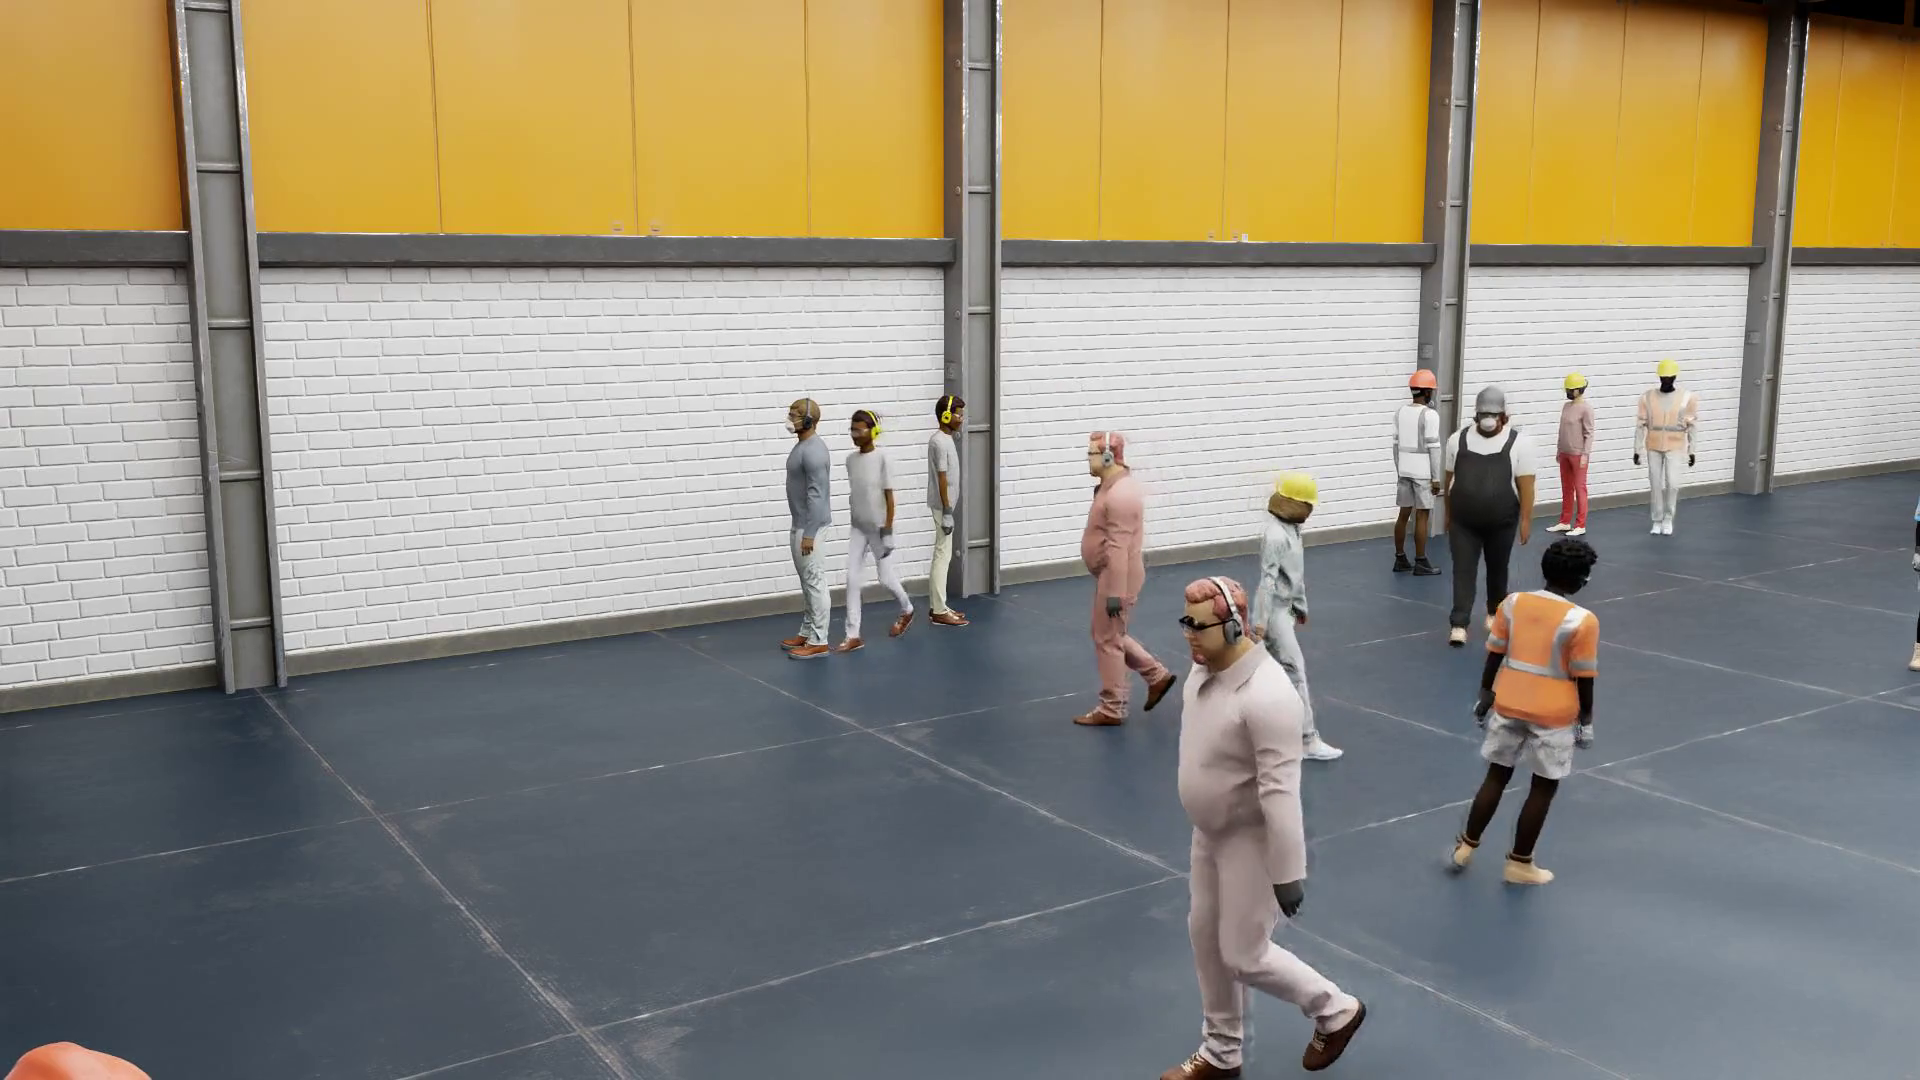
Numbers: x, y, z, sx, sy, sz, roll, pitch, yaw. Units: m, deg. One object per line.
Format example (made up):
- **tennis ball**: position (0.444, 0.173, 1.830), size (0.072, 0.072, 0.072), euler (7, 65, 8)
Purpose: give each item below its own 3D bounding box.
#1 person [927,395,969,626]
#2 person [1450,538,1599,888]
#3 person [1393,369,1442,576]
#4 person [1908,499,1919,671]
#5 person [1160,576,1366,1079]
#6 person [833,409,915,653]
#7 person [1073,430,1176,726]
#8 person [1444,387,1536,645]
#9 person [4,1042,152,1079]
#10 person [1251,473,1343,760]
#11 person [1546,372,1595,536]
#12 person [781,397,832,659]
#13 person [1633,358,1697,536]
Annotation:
- **person**: position (-0.106, -0.241, 13.505), size (0.329, 1.861, 0.511), euler (-1, 9, -4)
- **person**: position (2.670, 0.806, 7.776), size (0.406, 1.660, 0.620), euler (-7, 12, -36)
- **person**: position (4.308, -0.633, 15.631), size (0.356, 1.938, 0.544), euler (-6, 11, -31)
- **person**: position (7.072, 0.119, 11.826), size (0.540, 1.695, 0.317), euler (5, 11, 29)
- **person**: position (1.057, 1.034, 5.816), size (0.624, 1.875, 0.651), euler (-3, 10, -15)
- **person**: position (-0.628, -0.090, 12.685), size (0.518, 1.840, 0.836), euler (7, 11, 35)
- **person**: position (1.036, 0.249, 10.461), size (0.558, 1.890, 0.659), euler (0, 9, 3)
- **person**: position (4.091, -0.234, 12.916), size (0.698, 2.000, 1.040), euler (4, 10, 25)
- **person**: position (-1.115, 1.601, 2.216), size (0.375, 1.932, 0.544), euler (5, 10, 25)
- **person**: position (1.955, 0.449, 9.840), size (0.822, 1.694, 0.581), euler (4, 10, 22)
- **person**: position (6.594, -0.924, 17.918), size (0.326, 1.764, 0.523), euler (-2, 10, -14)
- **person**: position (-1.141, -0.091, 12.365), size (0.372, 1.940, 0.632), euler (-2, 10, -14)
- **person**: position (7.548, -0.989, 17.843), size (0.614, 1.907, 0.528), euler (6, 11, 31)
